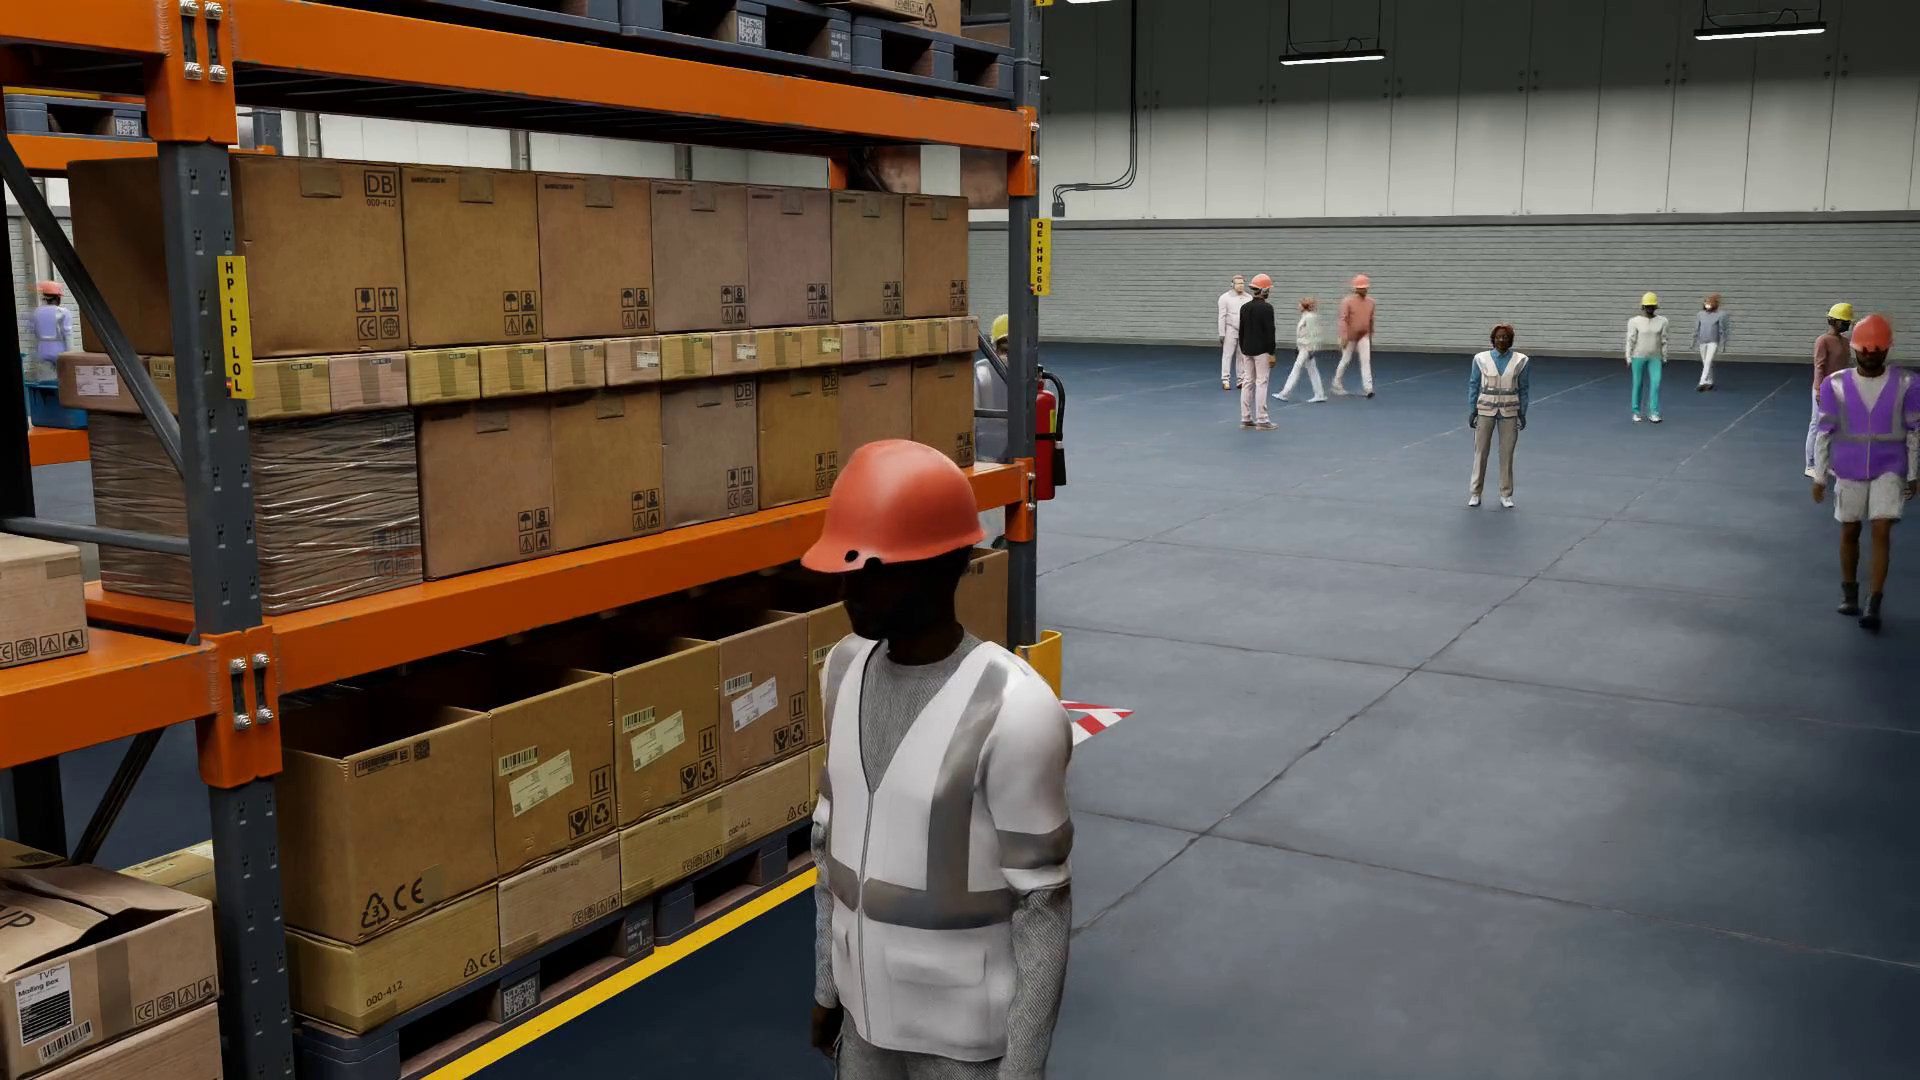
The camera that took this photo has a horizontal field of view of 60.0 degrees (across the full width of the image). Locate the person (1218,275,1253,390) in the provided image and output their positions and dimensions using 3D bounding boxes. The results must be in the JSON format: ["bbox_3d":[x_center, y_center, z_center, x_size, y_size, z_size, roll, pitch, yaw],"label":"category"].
[{"bbox_3d":[4.626,-3.457,27.773,0.651,1.907,0.409,-4,10,-21],"label":"person"}]

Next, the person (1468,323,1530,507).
[{"bbox_3d":[4.781,-1.107,14.796,0.511,1.640,0.308,2,10,14],"label":"person"}]

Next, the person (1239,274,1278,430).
[{"bbox_3d":[3.847,-2.416,21.417,0.379,1.996,0.609,-6,11,-32],"label":"person"}]

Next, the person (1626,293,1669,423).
[{"bbox_3d":[9.190,-2.418,22.203,0.550,1.731,0.812,2,10,10],"label":"person"}]

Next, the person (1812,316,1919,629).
[{"bbox_3d":[5.466,-0.410,10.058,0.565,1.868,0.930,6,11,31],"label":"person"}]

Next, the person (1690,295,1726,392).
[{"bbox_3d":[12.343,-3.239,27.430,0.871,1.586,0.520,-7,12,-37],"label":"person"}]

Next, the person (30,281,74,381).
[{"bbox_3d":[-11.666,-2.392,21.566,0.574,1.891,0.949,0,10,1],"label":"person"}]

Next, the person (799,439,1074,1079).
[{"bbox_3d":[-0.077,0.790,2.825,0.551,1.932,0.377,10,14,44],"label":"person"}]

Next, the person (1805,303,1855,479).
[{"bbox_3d":[8.765,-1.497,16.721,0.522,1.764,0.318,-6,12,-33],"label":"person"}]

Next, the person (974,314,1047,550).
[{"bbox_3d":[0.315,-0.670,11.697,0.617,1.820,0.431,-2,10,-13],"label":"person"}]

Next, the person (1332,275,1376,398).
[{"bbox_3d":[6.275,-3.224,26.349,0.666,1.935,1.047,-3,10,-14],"label":"person"}]

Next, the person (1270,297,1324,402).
[{"bbox_3d":[5.166,-2.881,25.289,0.855,1.589,0.535,1,10,7],"label":"person"}]
